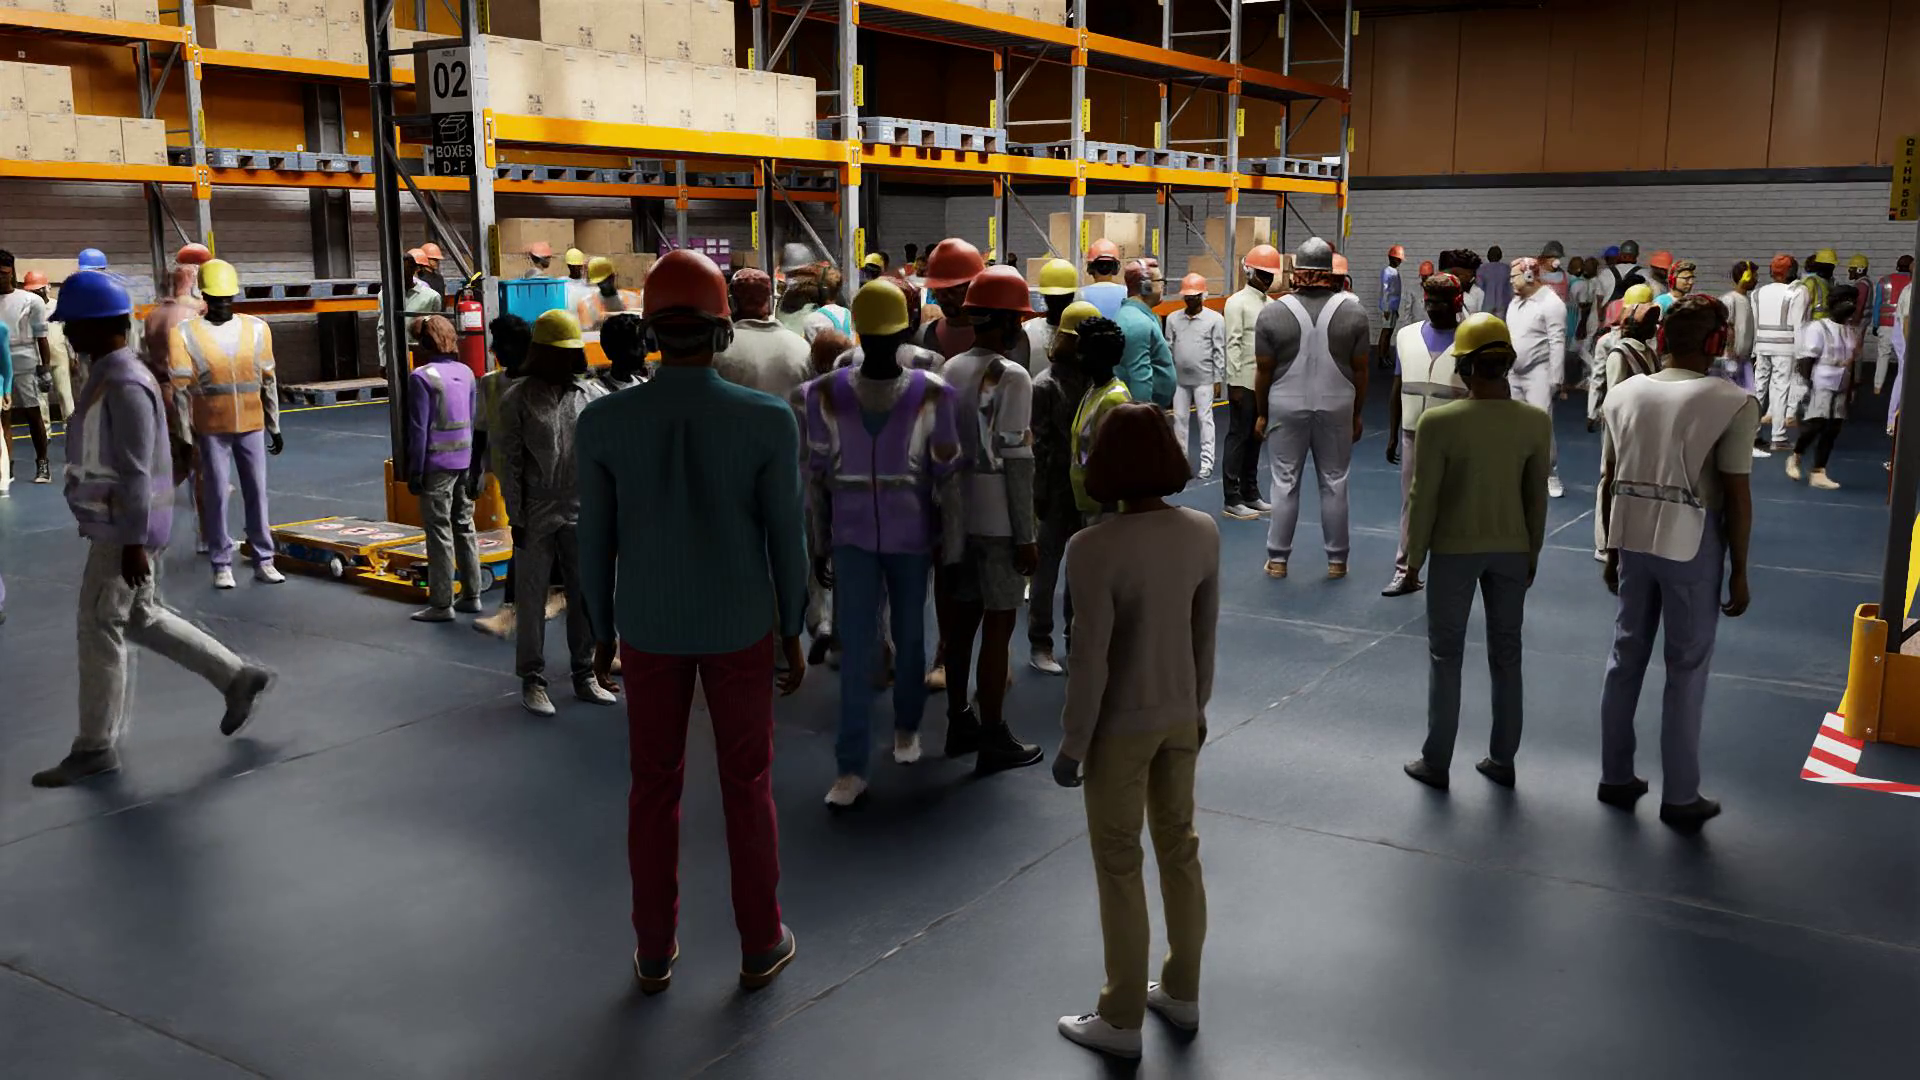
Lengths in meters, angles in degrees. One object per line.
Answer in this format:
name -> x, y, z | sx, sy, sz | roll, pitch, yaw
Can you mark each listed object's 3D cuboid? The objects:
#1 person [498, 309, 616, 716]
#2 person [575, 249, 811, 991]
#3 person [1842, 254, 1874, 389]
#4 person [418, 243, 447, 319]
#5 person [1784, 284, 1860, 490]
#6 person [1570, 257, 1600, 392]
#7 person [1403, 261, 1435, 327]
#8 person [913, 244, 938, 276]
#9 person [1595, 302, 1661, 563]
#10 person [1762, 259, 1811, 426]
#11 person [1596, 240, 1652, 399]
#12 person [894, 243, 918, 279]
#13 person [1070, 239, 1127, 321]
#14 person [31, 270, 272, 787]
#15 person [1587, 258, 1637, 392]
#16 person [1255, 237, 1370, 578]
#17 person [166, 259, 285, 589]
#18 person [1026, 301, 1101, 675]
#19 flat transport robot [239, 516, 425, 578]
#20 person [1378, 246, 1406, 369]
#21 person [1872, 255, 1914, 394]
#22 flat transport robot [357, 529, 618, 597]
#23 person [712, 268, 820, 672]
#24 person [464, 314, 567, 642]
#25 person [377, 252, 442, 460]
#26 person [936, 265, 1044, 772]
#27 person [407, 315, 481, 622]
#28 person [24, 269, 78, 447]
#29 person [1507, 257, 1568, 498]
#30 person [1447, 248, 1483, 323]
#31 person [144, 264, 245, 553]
person -> -1.710, -0.117, 7.133 | 0.483, 1.738, 0.320 | -8, 13, -38
person -> -0.705, 0.232, 4.466 | 0.613, 1.997, 0.374 | 0, 10, -2
person -> 12.214, -2.969, 22.681 | 0.403, 1.826, 0.592 | 5, 12, 28
person -> -6.400, -2.590, 20.160 | 0.420, 1.986, 0.608 | 3, 11, 15
person -> 7.054, -1.250, 13.586 | 0.565, 1.669, 0.483 | -4, 11, -20
person -> 8.414, -2.852, 22.120 | 0.538, 1.805, 0.584 | 7, 12, 34
person -> 6.290, -2.902, 22.535 | 0.568, 1.743, 0.348 | 4, 11, 21
person -> -0.439, -3.602, 25.793 | 0.611, 1.965, 0.362 | 5, 11, 24
person -> 4.197, -0.665, 10.423 | 0.512, 1.642, 0.311 | -9, 14, -42
person -> 8.995, -2.165, 18.204 | 0.430, 1.838, 0.630 | -1, 10, -4
person -> 8.459, -2.805, 21.174 | 0.684, 2.000, 0.537 | 7, 12, 34
person -> -0.816, -3.995, 27.975 | 0.603, 1.966, 0.368 | -3, 11, -15
person -> 1.087, -1.271, 12.715 | 0.602, 2.035, 0.411 | 0, 10, 0
person -> -3.143, -0.069, 6.372 | 0.860, 1.921, 0.618 | -7, 12, -34
person -> 8.739, -2.864, 22.010 | 0.766, 1.857, 0.590 | 9, 13, 40
person -> 2.095, -0.789, 10.002 | 0.674, 2.000, 0.535 | 1, 10, 7
person -> -4.259, -0.668, 9.693 | 0.596, 1.912, 0.398 | -9, 14, -42
person -> 0.542, -0.245, 7.816 | 0.492, 1.740, 0.324 | -8, 13, -37
flat transport robot -> -3.797, 0.031, 10.366 | 1.431, 0.197, 0.652 | 7, 13, 35
person -> 6.811, -3.659, 26.219 | 0.375, 1.927, 0.543 | 6, 12, 30
person -> 12.333, -2.819, 21.848 | 0.632, 1.835, 0.431 | 5, 11, 26
flat transport robot -> -2.804, 0.100, 9.981 | 0.652, 0.197, 1.431 | 7, 13, 35
person -> -0.961, -0.302, 7.723 | 0.653, 1.894, 0.401 | -8, 13, -39
person -> -2.283, -0.331, 8.545 | 0.543, 1.637, 0.895 | 6, 12, 28
person -> -4.946, -1.626, 14.986 | 0.591, 1.917, 0.390 | 1, 10, 4
person -> 0.127, -0.082, 6.406 | 0.385, 1.929, 0.543 | -7, 12, -33
person -> -2.753, -0.383, 8.892 | 0.319, 1.631, 0.524 | 3, 11, 17
person -> -8.958, -1.775, 16.300 | 0.574, 1.740, 0.348 | -3, 11, -18
person -> 4.567, -1.292, 13.226 | 0.451, 1.885, 0.690 | -3, 11, -15
person -> 3.793, -1.259, 12.833 | 0.377, 1.959, 0.604 | 4, 11, 21
person -> -5.007, -0.810, 10.581 | 0.671, 1.875, 0.737 | 8, 13, 36
